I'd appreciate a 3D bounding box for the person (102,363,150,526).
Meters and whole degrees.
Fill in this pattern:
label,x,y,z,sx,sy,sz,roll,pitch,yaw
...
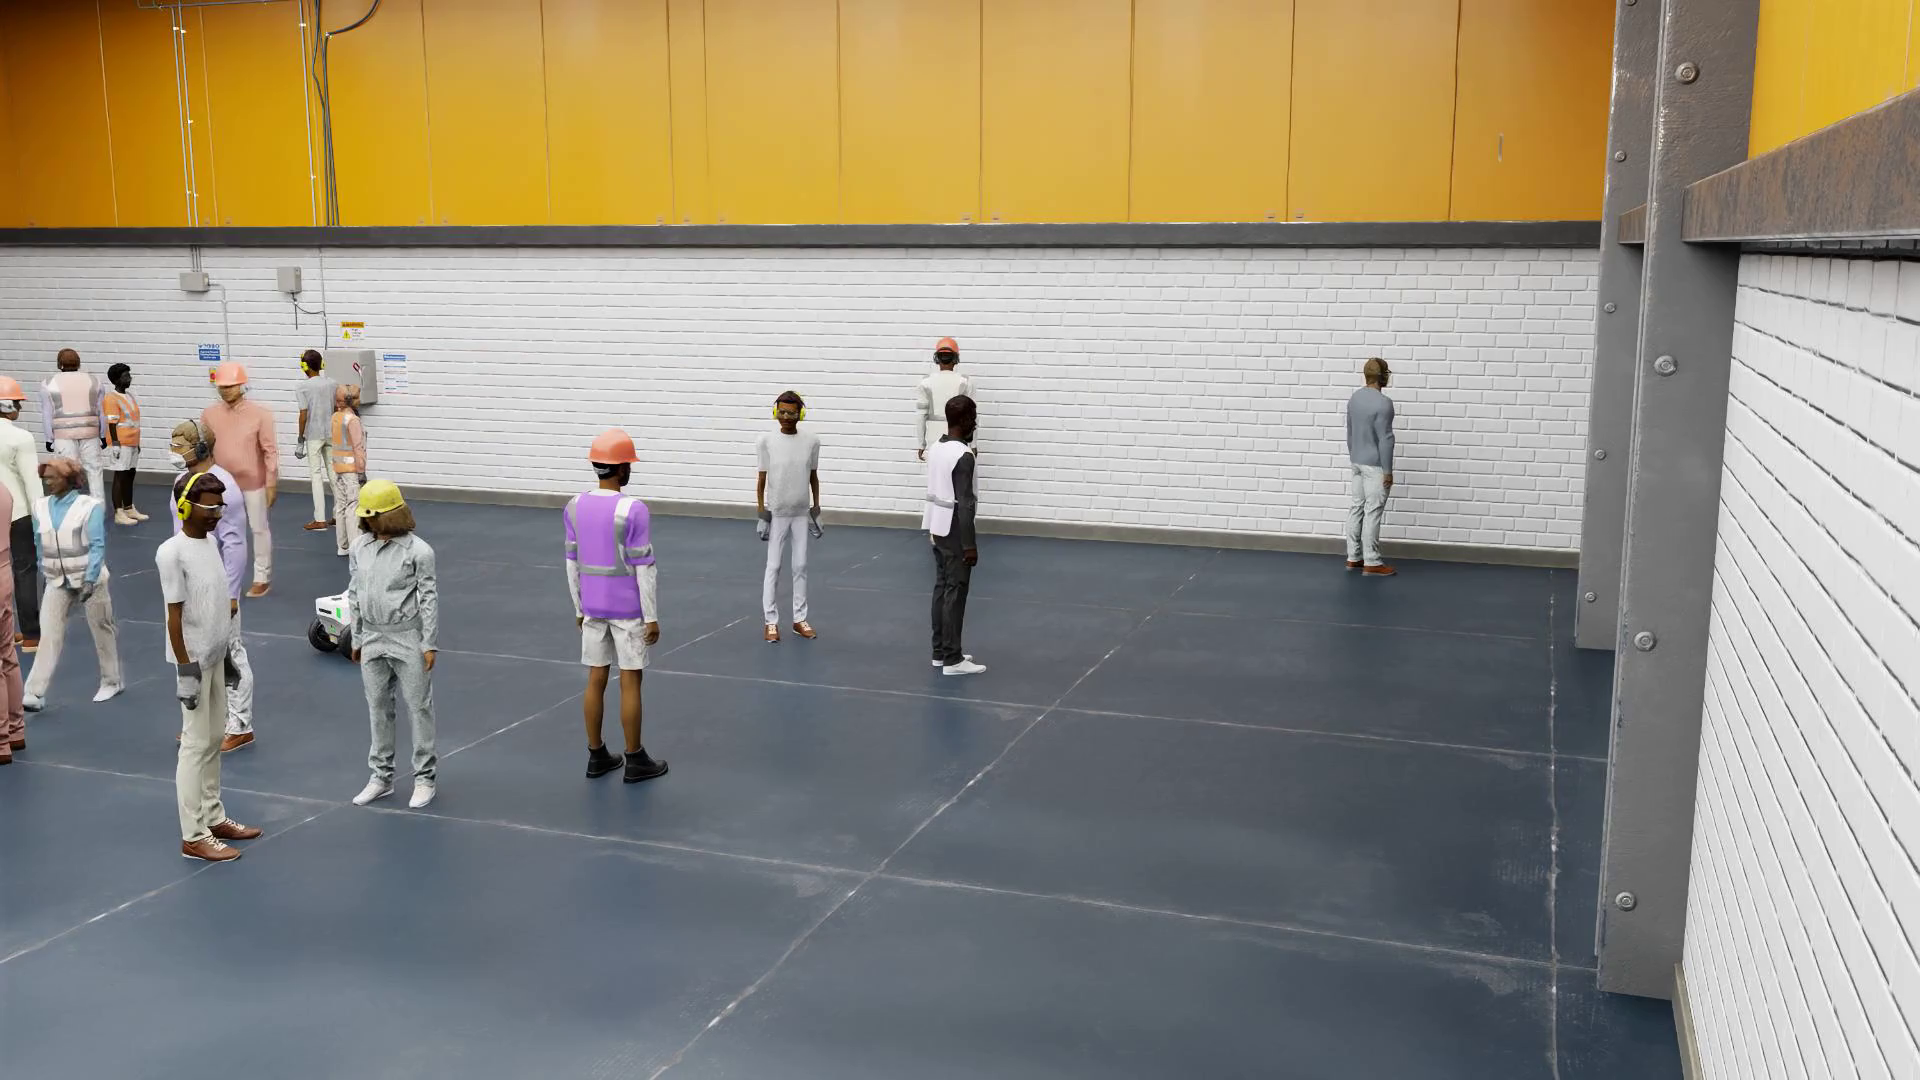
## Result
label,x,y,z,sx,sy,sz,roll,pitch,yaw
person,-8.766,-1.007,17.458,0.316,1.695,0.541,0,10,-3

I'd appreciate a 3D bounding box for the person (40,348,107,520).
label,x,y,z,sx,sy,sz,roll,pitch,yaw
person,-9.327,-1.097,17.550,0.627,1.846,0.429,-8,13,-36

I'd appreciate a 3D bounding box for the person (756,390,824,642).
label,x,y,z,sx,sy,sz,roll,pitch,yaw
person,-1.254,-0.179,12.334,0.517,1.864,0.334,-4,11,-23

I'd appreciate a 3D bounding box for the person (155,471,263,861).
label,x,y,z,sx,sy,sz,roll,pitch,yaw
person,-3.612,0.593,7.979,0.328,1.865,0.521,0,10,-2

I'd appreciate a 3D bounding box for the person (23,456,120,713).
label,x,y,z,sx,sy,sz,roll,pitch,yaw
person,-5.610,0.294,10.402,0.532,1.600,0.839,1,10,5

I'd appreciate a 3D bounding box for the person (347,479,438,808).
label,x,y,z,sx,sy,sz,roll,pitch,yaw
person,-2.956,0.539,8.648,0.485,1.734,0.322,2,10,13

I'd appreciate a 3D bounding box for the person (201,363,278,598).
label,x,y,z,sx,sy,sz,roll,pitch,yaw
person,-5.904,-0.445,13.533,0.647,1.960,0.905,0,10,-2

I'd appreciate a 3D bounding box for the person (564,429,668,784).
label,x,y,z,sx,sy,sz,roll,pitch,yaw
person,-1.871,0.361,9.077,0.552,1.937,0.356,5,11,25

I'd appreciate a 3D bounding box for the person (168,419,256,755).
label,x,y,z,sx,sy,sz,roll,pitch,yaw
person,-4.337,0.268,9.595,0.635,1.938,0.361,8,13,39

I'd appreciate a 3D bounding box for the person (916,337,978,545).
label,x,y,z,sx,sy,sz,roll,pitch,yaw
person,-0.120,-0.962,16.250,0.605,2.036,0.388,1,10,6

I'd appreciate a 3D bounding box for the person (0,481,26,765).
label,x,y,z,sx,sy,sz,roll,pitch,yaw
person,-5.553,0.329,9.360,0.407,1.904,0.639,-2,10,-11

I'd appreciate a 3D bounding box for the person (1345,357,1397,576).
label,x,y,z,sx,sy,sz,roll,pitch,yaw
person,3.659,-0.651,14.772,0.368,1.940,0.633,-3,11,-18

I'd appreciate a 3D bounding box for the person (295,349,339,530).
label,x,y,z,sx,sy,sz,roll,pitch,yaw
person,-6.602,-1.026,17.100,0.328,1.865,0.518,7,12,33

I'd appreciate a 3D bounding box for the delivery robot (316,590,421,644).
label,x,y,z,sx,sy,sz,roll,pitch,yaw
delivery robot,-4.251,0.486,12.001,0.477,0.478,0.707,8,13,40

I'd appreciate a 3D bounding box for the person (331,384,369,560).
label,x,y,z,sx,sy,sz,roll,pitch,yaw
person,-5.687,-0.633,15.523,0.311,1.636,0.522,-9,14,-42

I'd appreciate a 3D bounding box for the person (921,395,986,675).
label,x,y,z,sx,sy,sz,roll,pitch,yaw
person,-0.049,-0.035,11.391,0.397,1.911,0.587,-4,11,-21

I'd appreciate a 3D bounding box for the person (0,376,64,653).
label,x,y,z,sx,sy,sz,roll,pitch,yaw
person,-6.845,-0.184,11.993,0.621,1.990,0.396,3,10,15
